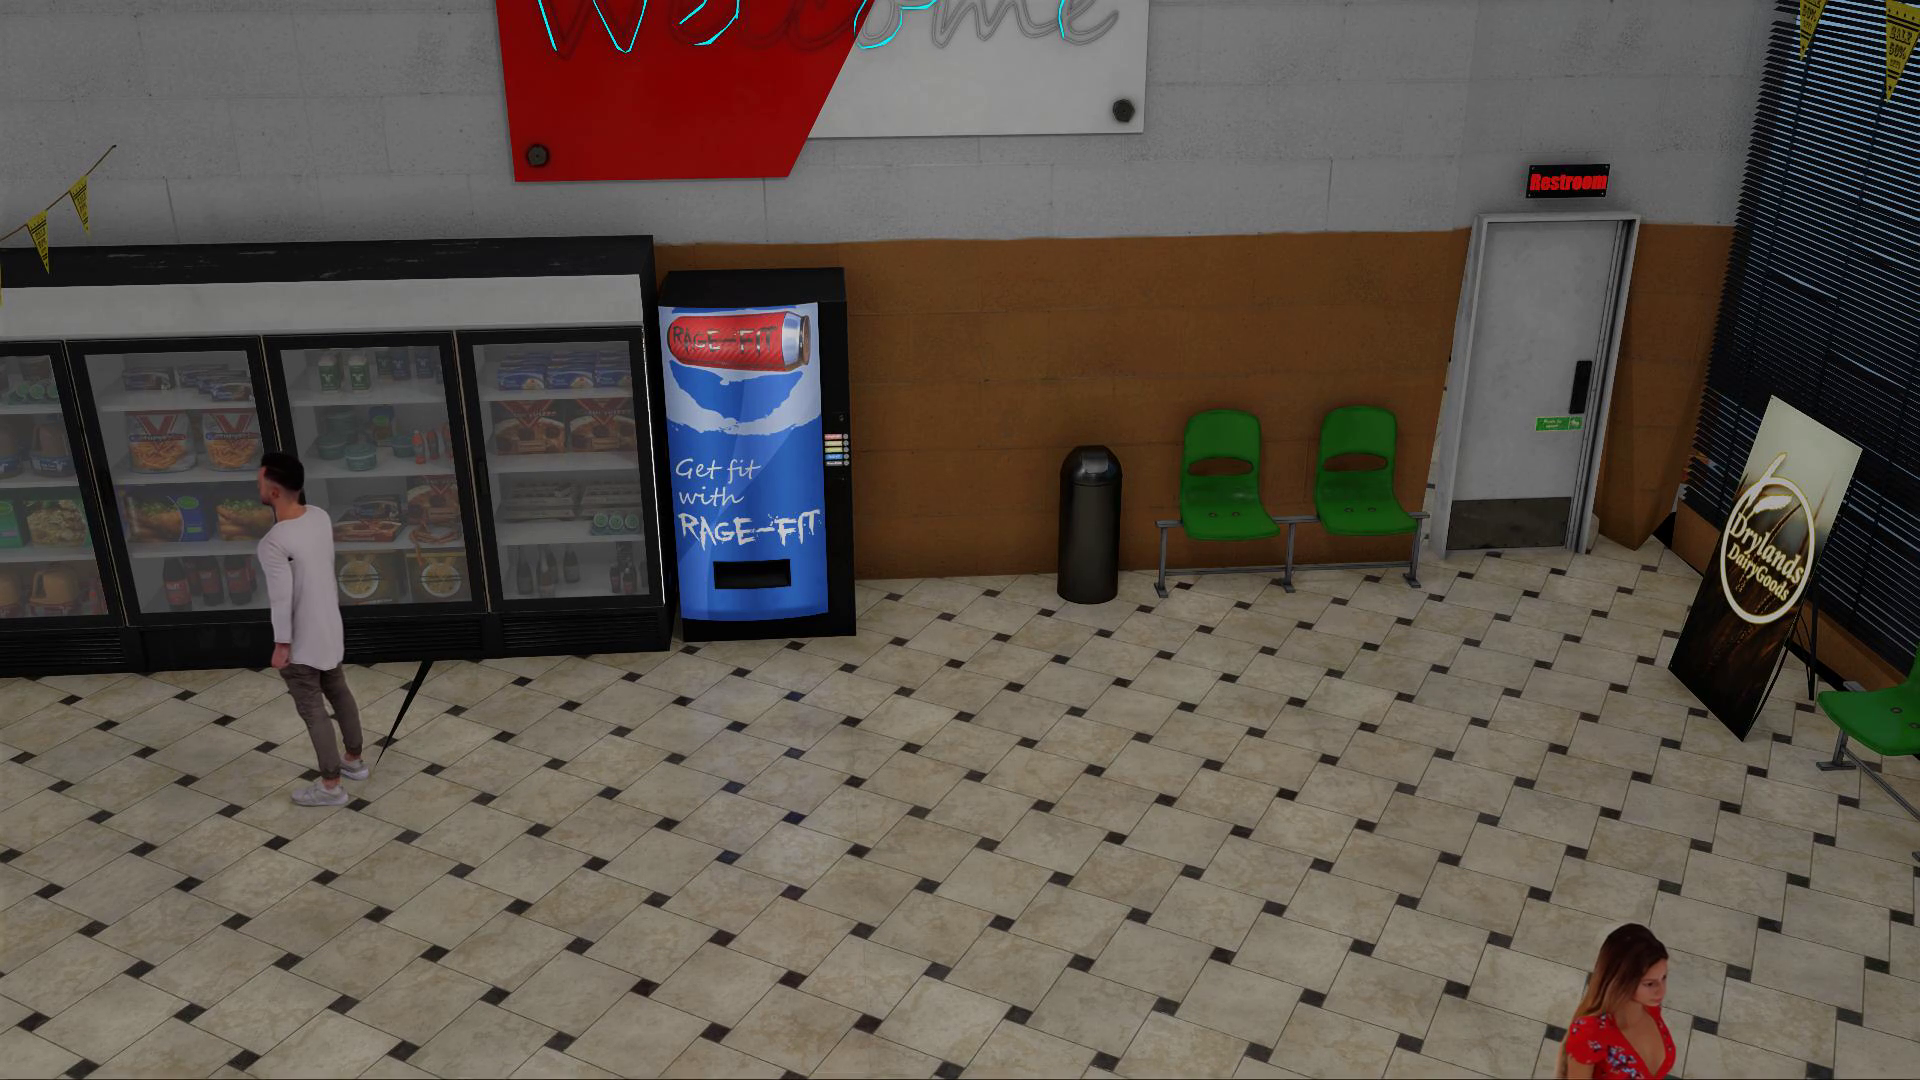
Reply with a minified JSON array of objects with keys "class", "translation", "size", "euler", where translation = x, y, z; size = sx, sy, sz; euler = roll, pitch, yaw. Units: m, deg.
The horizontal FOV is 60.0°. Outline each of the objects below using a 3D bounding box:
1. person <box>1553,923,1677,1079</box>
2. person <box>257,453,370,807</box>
[{"class":"person","translation":[1.982,1.865,5.181],"size":[0.664,1.592,0.692],"euler":[-17,29,-33]},{"class":"person","translation":[-3.195,0.431,8.151],"size":[0.788,1.839,0.589],"euler":[4,24,9]}]
